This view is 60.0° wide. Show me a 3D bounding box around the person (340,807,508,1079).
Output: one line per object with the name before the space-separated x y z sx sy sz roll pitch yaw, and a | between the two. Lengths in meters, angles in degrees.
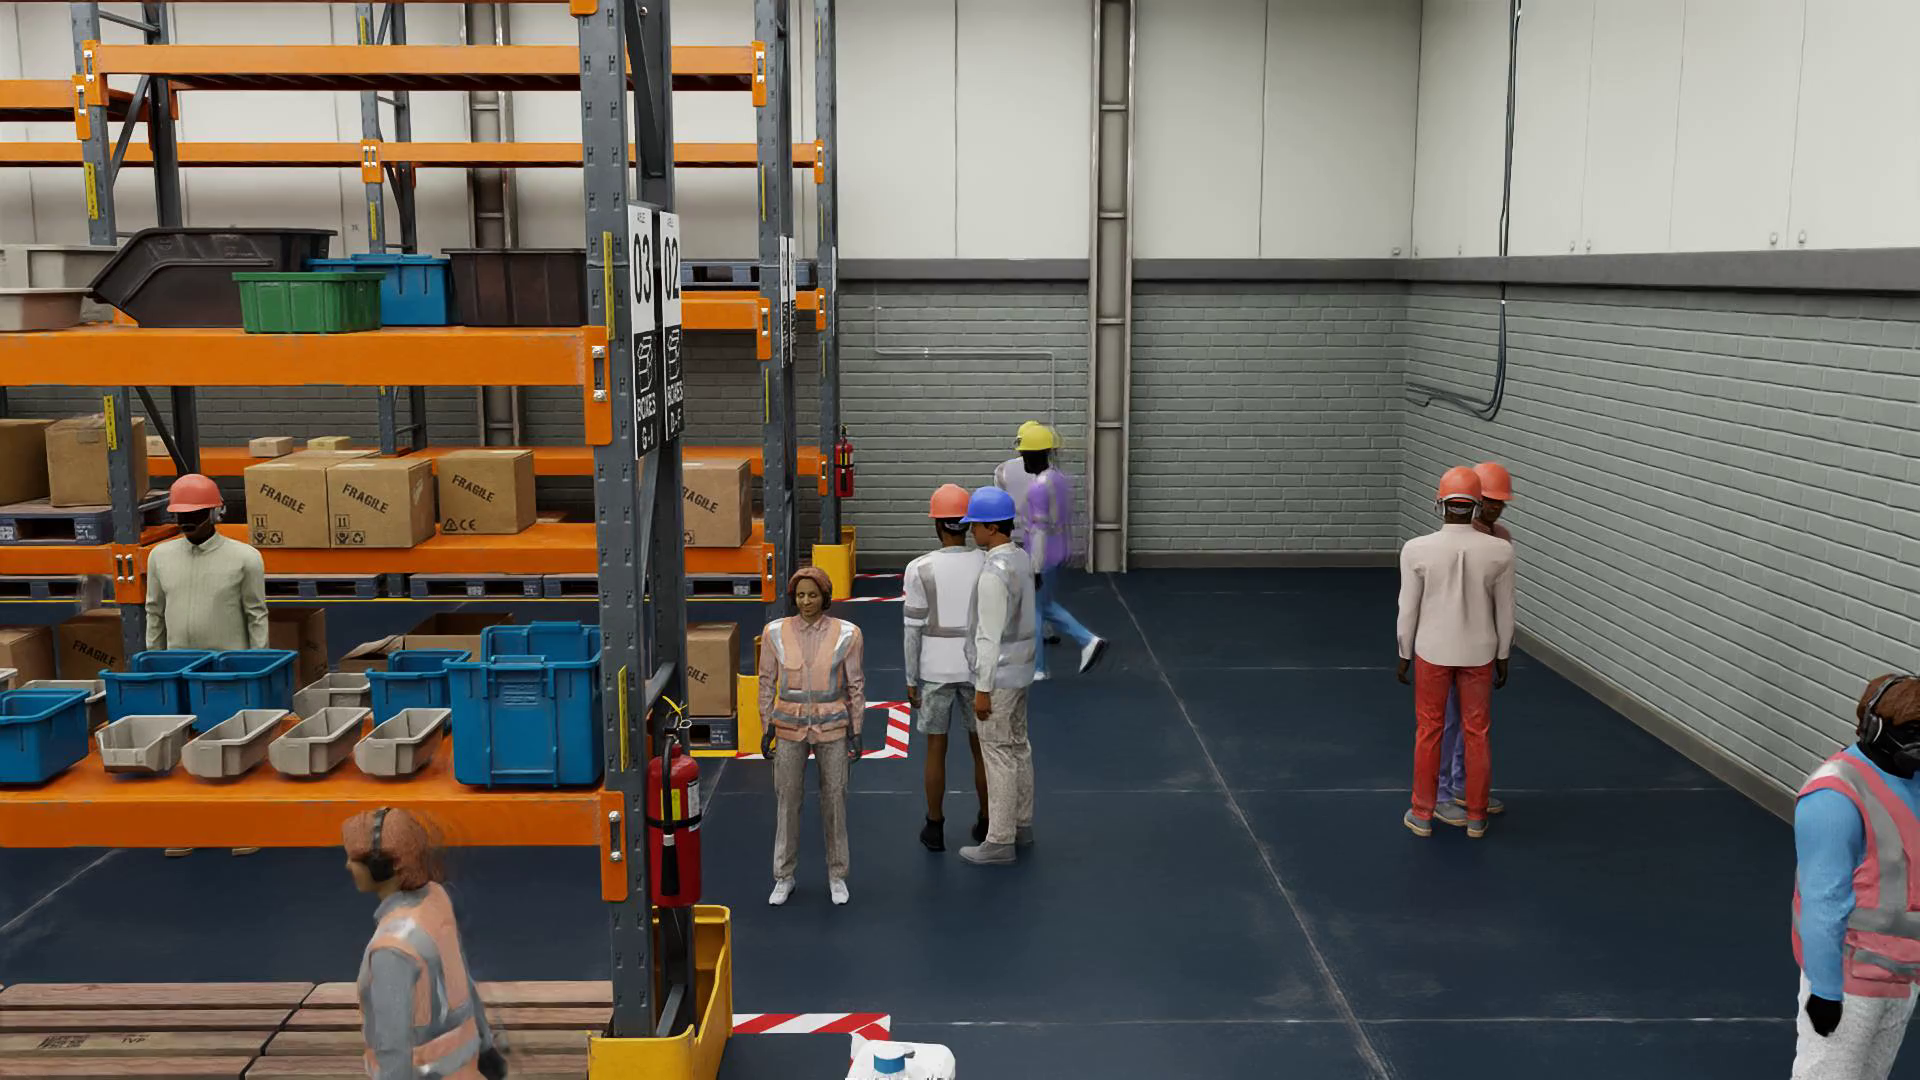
person | -1.415 1.503 4.604 0.902 1.590 0.515 -1 9 -8

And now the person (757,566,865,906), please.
person | -0.708 0.931 7.942 0.511 1.641 0.308 0 9 -1

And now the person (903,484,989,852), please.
person | -0.031 0.670 8.684 0.548 1.925 0.387 -2 9 -10

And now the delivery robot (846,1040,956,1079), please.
delivery robot | -0.225 1.855 5.308 0.477 0.478 0.707 1 9 8

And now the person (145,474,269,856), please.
person | -3.887 0.647 8.599 0.611 1.995 0.380 0 9 -3

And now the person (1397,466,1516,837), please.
person | 2.634 0.602 8.873 0.609 1.995 0.376 1 9 7

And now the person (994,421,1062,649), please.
person | 0.569 -0.040 13.319 0.587 1.828 0.404 5 11 28

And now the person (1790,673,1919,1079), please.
person | 2.771 1.302 5.061 0.624 1.841 0.430 -7 11 -35

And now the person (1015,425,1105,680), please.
person | 0.680 0.113 12.163 0.638 1.909 0.584 3 10 17

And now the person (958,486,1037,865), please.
person | 0.195 0.685 8.539 0.409 1.938 0.610 3 10 17

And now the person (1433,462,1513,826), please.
person | 2.833 0.558 9.151 0.614 1.990 0.392 -8 12 -40
